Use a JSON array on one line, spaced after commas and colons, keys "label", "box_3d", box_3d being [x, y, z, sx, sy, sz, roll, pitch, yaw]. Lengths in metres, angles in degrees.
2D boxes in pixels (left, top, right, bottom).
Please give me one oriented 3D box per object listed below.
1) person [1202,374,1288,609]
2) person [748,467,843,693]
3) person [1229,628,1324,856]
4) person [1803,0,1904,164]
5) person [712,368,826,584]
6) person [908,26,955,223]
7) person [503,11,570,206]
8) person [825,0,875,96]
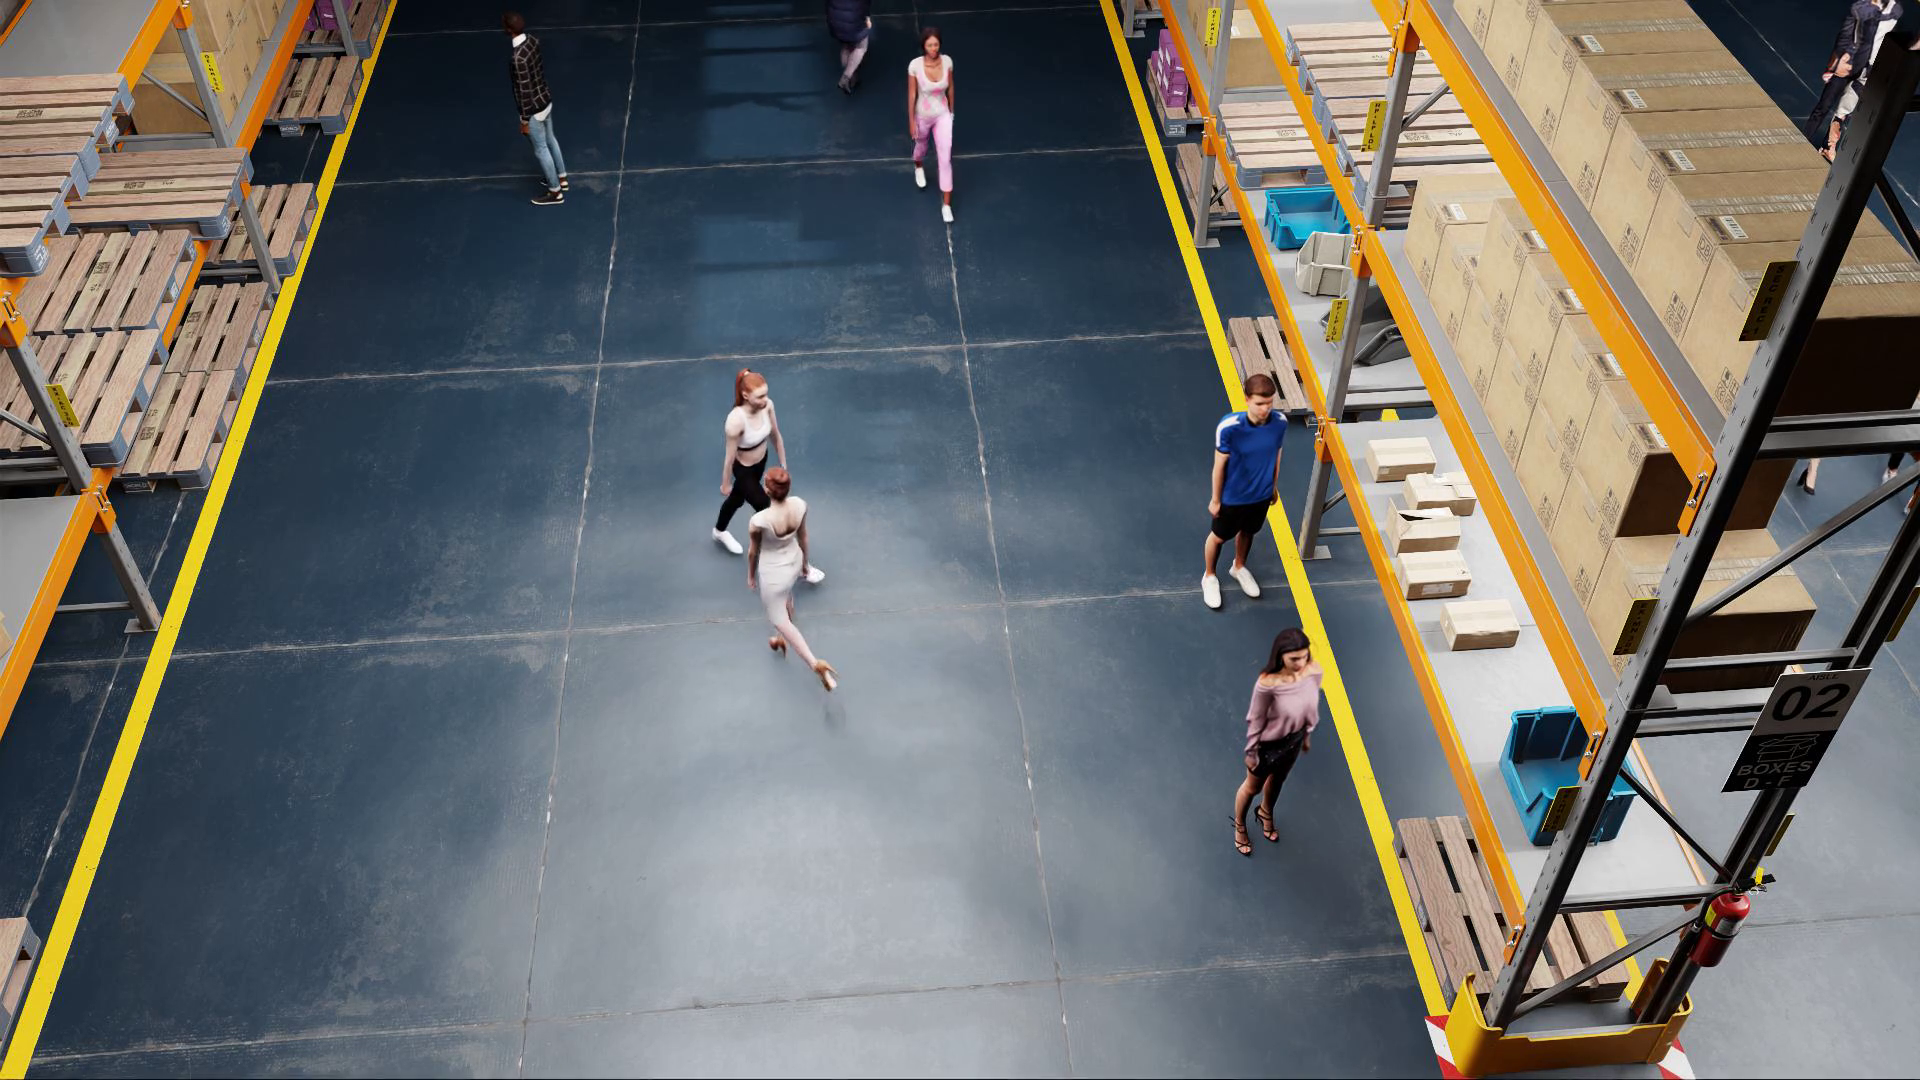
[{"label": "person", "box_3d": [1.895, -0.352, 11.112, 0.706, 1.866, 0.657, -13, 45, -13]}, {"label": "person", "box_3d": [-1.086, 0.277, 10.522, 0.945, 1.768, 1.100, -29, 51, -27]}, {"label": "person", "box_3d": [1.806, 1.160, 9.563, 0.681, 1.812, 0.647, -18, 46, -18]}, {"label": "person", "box_3d": [8.209, -4.334, 15.274, 0.682, 1.890, 0.564, -3, 44, -3]}, {"label": "person", "box_3d": [-1.500, -0.476, 11.376, 1.161, 1.680, 1.200, 25, 49, 24]}, {"label": "person", "box_3d": [-0.282, -3.780, 14.836, 0.712, 1.692, 1.218, -9, 44, -10]}, {"label": "person", "box_3d": [-3.778, -3.861, 14.828, 0.766, 1.819, 0.576, 6, 44, 6]}, {"label": "person", "box_3d": [-1.120, -5.094, 16.234, 0.859, 1.666, 0.942, 17, 46, 17]}]
